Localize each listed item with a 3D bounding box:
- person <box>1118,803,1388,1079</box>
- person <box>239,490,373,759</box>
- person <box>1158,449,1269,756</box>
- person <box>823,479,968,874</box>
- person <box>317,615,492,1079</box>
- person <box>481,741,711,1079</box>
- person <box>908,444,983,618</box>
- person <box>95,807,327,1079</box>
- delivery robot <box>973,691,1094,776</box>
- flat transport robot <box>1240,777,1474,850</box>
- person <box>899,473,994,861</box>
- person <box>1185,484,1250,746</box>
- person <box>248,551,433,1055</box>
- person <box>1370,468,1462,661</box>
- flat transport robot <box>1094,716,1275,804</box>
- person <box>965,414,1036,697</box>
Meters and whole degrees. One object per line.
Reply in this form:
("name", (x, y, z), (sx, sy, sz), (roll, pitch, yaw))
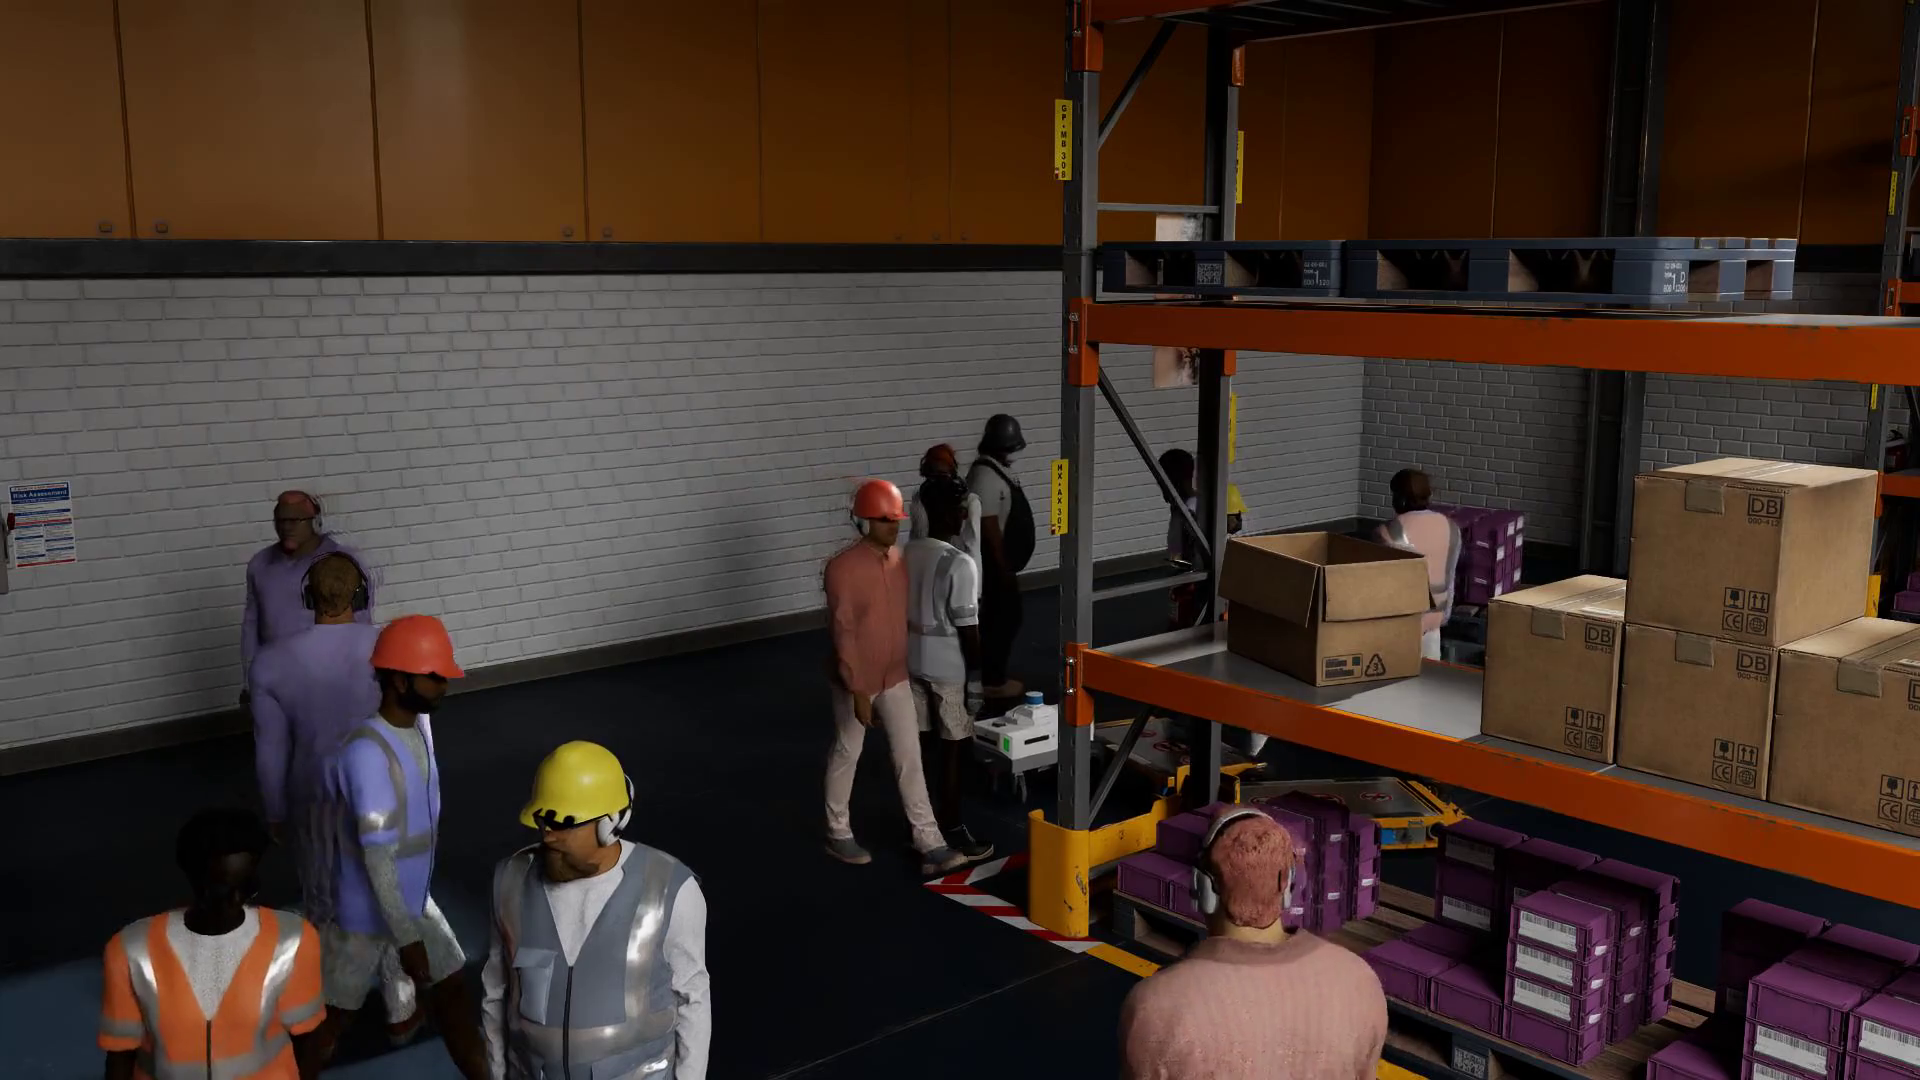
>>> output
("person", (0.574, 1.479, 3.721), (0.681, 1.863, 0.935), (-3, 10, -18))
("person", (-3.248, 0.690, 8.262), (0.640, 1.894, 0.490), (2, 10, 12))
("person", (1.492, 0.392, 10.108), (0.820, 1.881, 0.651), (1, 10, 4))
("person", (-0.367, 0.687, 8.154), (0.769, 1.975, 0.626), (10, 14, 44))
("person", (-1.823, 1.182, 5.445), (1.049, 1.868, 0.599), (1, 10, 5))
("person", (-0.950, 1.398, 4.309), (0.600, 1.828, 0.404), (1, 10, 7))
("person", (-0.061, 0.298, 10.669), (0.659, 1.854, 0.541), (8, 13, 39))
("person", (-1.932, 1.465, 4.353), (0.544, 1.675, 0.660), (-3, 10, -19))
("delivery robot", (0.420, 1.107, 9.468), (0.707, 0.478, 0.477), (-8, 12, -37))
("flat transport robot", (1.951, 1.436, 8.644), (1.431, 0.197, 0.652), (-1, 10, -7))
("person", (-0.095, 0.638, 8.360), (0.367, 1.966, 0.607), (-8, 13, -41))
("person", (1.458, 0.561, 9.398), (0.316, 1.769, 0.523), (-2, 10, -9))
("person", (-2.328, 0.998, 6.335), (0.636, 1.939, 0.363), (-3, 10, -16))
("person", (2.656, 0.480, 9.752), (0.631, 1.808, 0.877), (-4, 10, -22))
("flat transport robot", (1.172, 1.267, 9.634), (0.652, 0.197, 1.431), (-4, 11, -25))
("person", (0.249, 0.086, 11.375), (0.538, 2.000, 0.699), (1, 10, 5))
